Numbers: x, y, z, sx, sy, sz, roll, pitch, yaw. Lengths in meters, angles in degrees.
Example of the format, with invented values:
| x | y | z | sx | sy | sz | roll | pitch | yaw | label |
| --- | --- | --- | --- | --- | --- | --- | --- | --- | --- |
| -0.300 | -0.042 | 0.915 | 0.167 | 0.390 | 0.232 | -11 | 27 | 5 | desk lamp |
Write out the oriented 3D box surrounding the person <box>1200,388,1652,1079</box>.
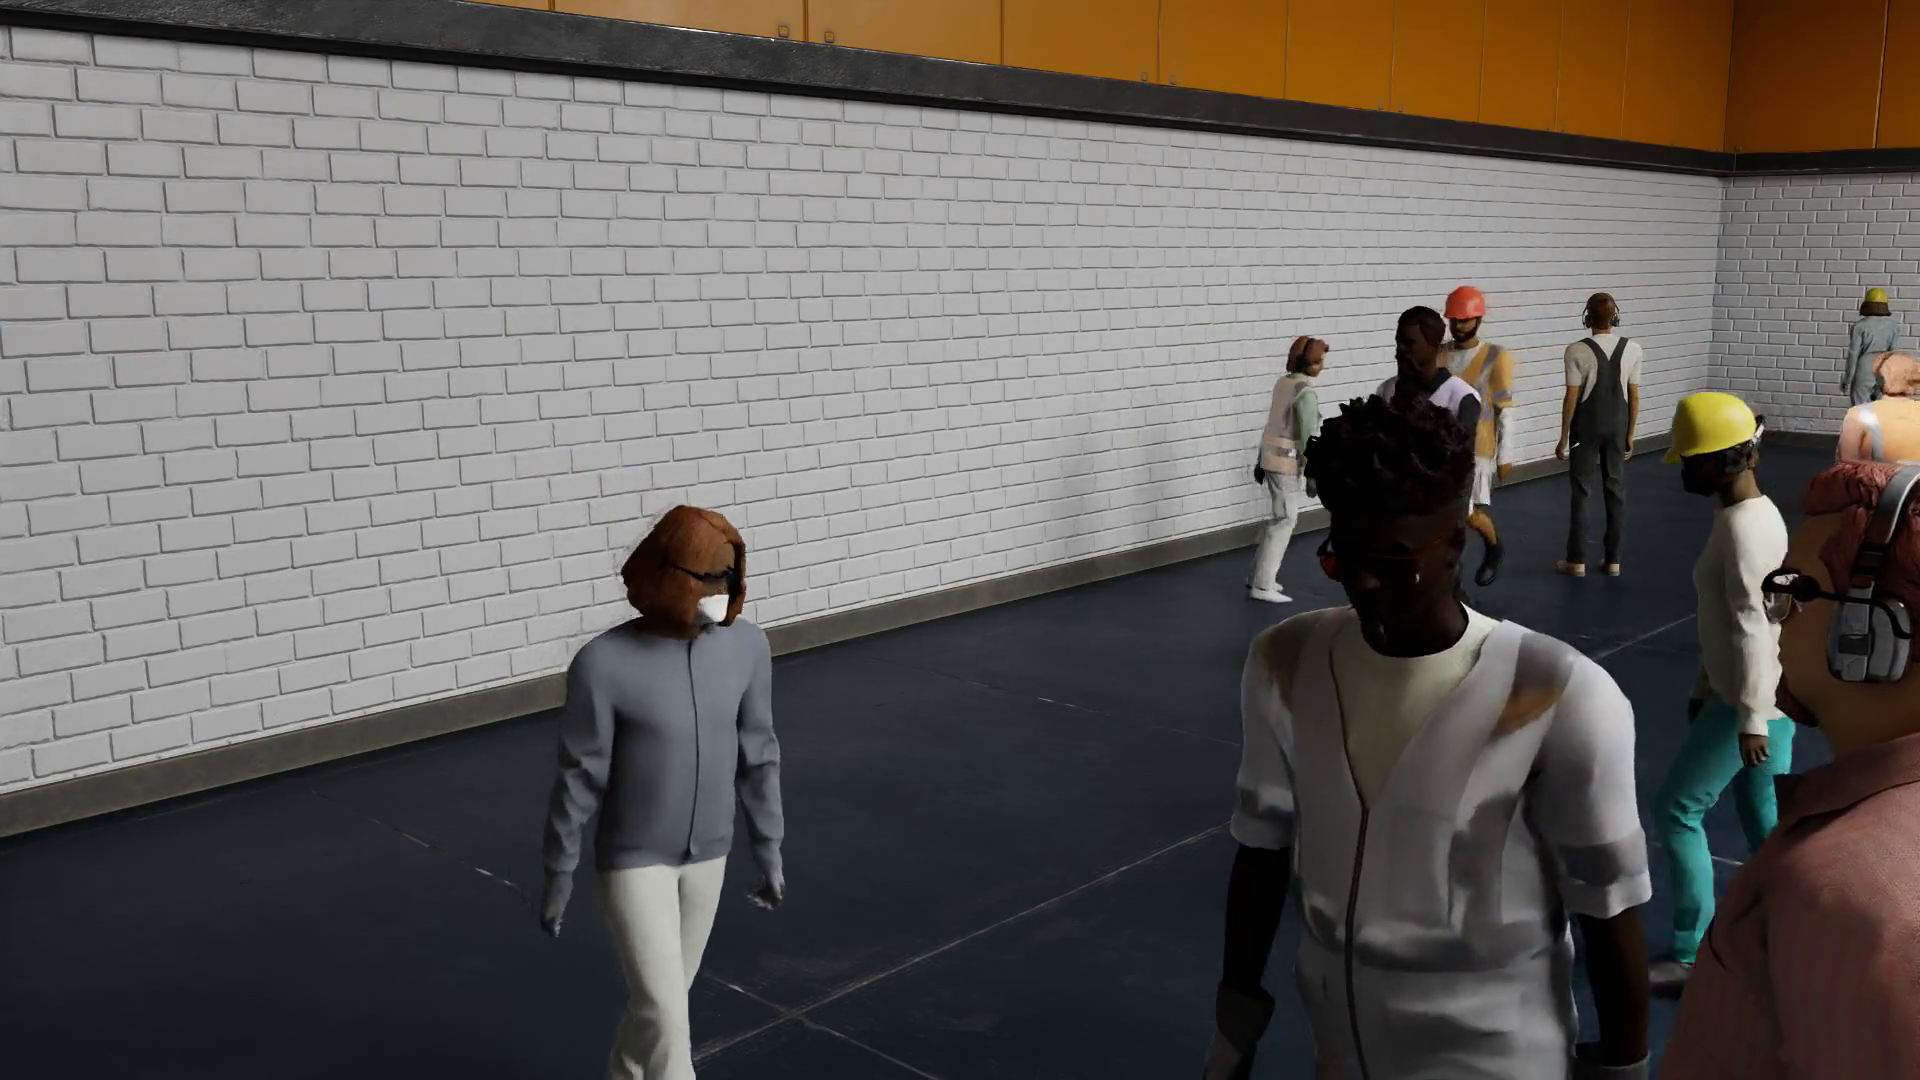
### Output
| x | y | z | sx | sy | sz | roll | pitch | yaw | label |
| --- | --- | --- | --- | --- | --- | --- | --- | --- | --- |
| 0.644 | 0.749 | 2.443 | 0.580 | 1.935 | 0.621 | -8 | 13 | -39 | person |

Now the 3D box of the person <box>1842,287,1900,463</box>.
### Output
| x | y | z | sx | sy | sz | roll | pitch | yaw | label |
| --- | --- | --- | --- | --- | --- | --- | --- | --- | --- |
| 9.011 | -1.624 | 16.480 | 0.491 | 1.744 | 0.321 | -1 | 10 | -3 | person |

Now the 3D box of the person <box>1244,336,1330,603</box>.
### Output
| x | y | z | sx | sy | sz | roll | pitch | yaw | label |
| --- | --- | --- | --- | --- | --- | --- | --- | --- | --- |
| 1.953 | -0.412 | 9.935 | 0.442 | 1.610 | 0.536 | -1 | 10 | -4 | person |

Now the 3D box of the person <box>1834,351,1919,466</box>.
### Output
| x | y | z | sx | sy | sz | roll | pitch | yaw | label |
| --- | --- | --- | --- | --- | --- | --- | --- | --- | --- |
| 4.835 | -0.178 | 8.669 | 0.521 | 1.595 | 0.867 | 0 | 10 | 2 | person |

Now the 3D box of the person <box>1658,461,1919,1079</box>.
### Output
| x | y | z | sx | sy | sz | roll | pitch | yaw | label |
| --- | --- | --- | --- | --- | --- | --- | --- | --- | --- |
| 0.971 | 0.863 | 1.850 | 0.400 | 1.907 | 0.644 | 10 | 14 | 44 | person |

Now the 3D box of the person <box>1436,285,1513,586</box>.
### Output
| x | y | z | sx | sy | sz | roll | pitch | yaw | label |
| --- | --- | --- | --- | --- | --- | --- | --- | --- | --- |
| 3.038 | -0.556 | 9.921 | 0.544 | 1.920 | 0.646 | 10 | 14 | 44 | person |

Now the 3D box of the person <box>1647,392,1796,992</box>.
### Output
| x | y | z | sx | sy | sz | roll | pitch | yaw | label |
| --- | --- | --- | --- | --- | --- | --- | --- | --- | --- |
| 2.150 | 0.450 | 4.692 | 0.618 | 1.718 | 0.541 | 6 | 12 | 31 | person |

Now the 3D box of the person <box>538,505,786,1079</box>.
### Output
| x | y | z | sx | sy | sz | roll | pitch | yaw | label |
| --- | --- | --- | --- | --- | --- | --- | --- | --- | --- |
| -0.638 | 0.705 | 3.644 | 0.530 | 1.588 | 0.761 | -10 | 14 | -44 | person |

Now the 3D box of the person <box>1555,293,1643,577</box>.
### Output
| x | y | z | sx | sy | sz | roll | pitch | yaw | label |
| --- | --- | --- | --- | --- | --- | --- | --- | --- | --- |
| 4.131 | -0.674 | 10.791 | 0.507 | 1.840 | 0.344 | 0 | 10 | -1 | person |

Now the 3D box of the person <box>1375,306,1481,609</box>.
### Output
| x | y | z | sx | sy | sz | roll | pitch | yaw | label |
| --- | --- | --- | --- | --- | --- | --- | --- | --- | --- |
| 2.013 | -0.102 | 7.448 | 0.987 | 1.862 | 0.614 | -6 | 12 | -31 | person |
